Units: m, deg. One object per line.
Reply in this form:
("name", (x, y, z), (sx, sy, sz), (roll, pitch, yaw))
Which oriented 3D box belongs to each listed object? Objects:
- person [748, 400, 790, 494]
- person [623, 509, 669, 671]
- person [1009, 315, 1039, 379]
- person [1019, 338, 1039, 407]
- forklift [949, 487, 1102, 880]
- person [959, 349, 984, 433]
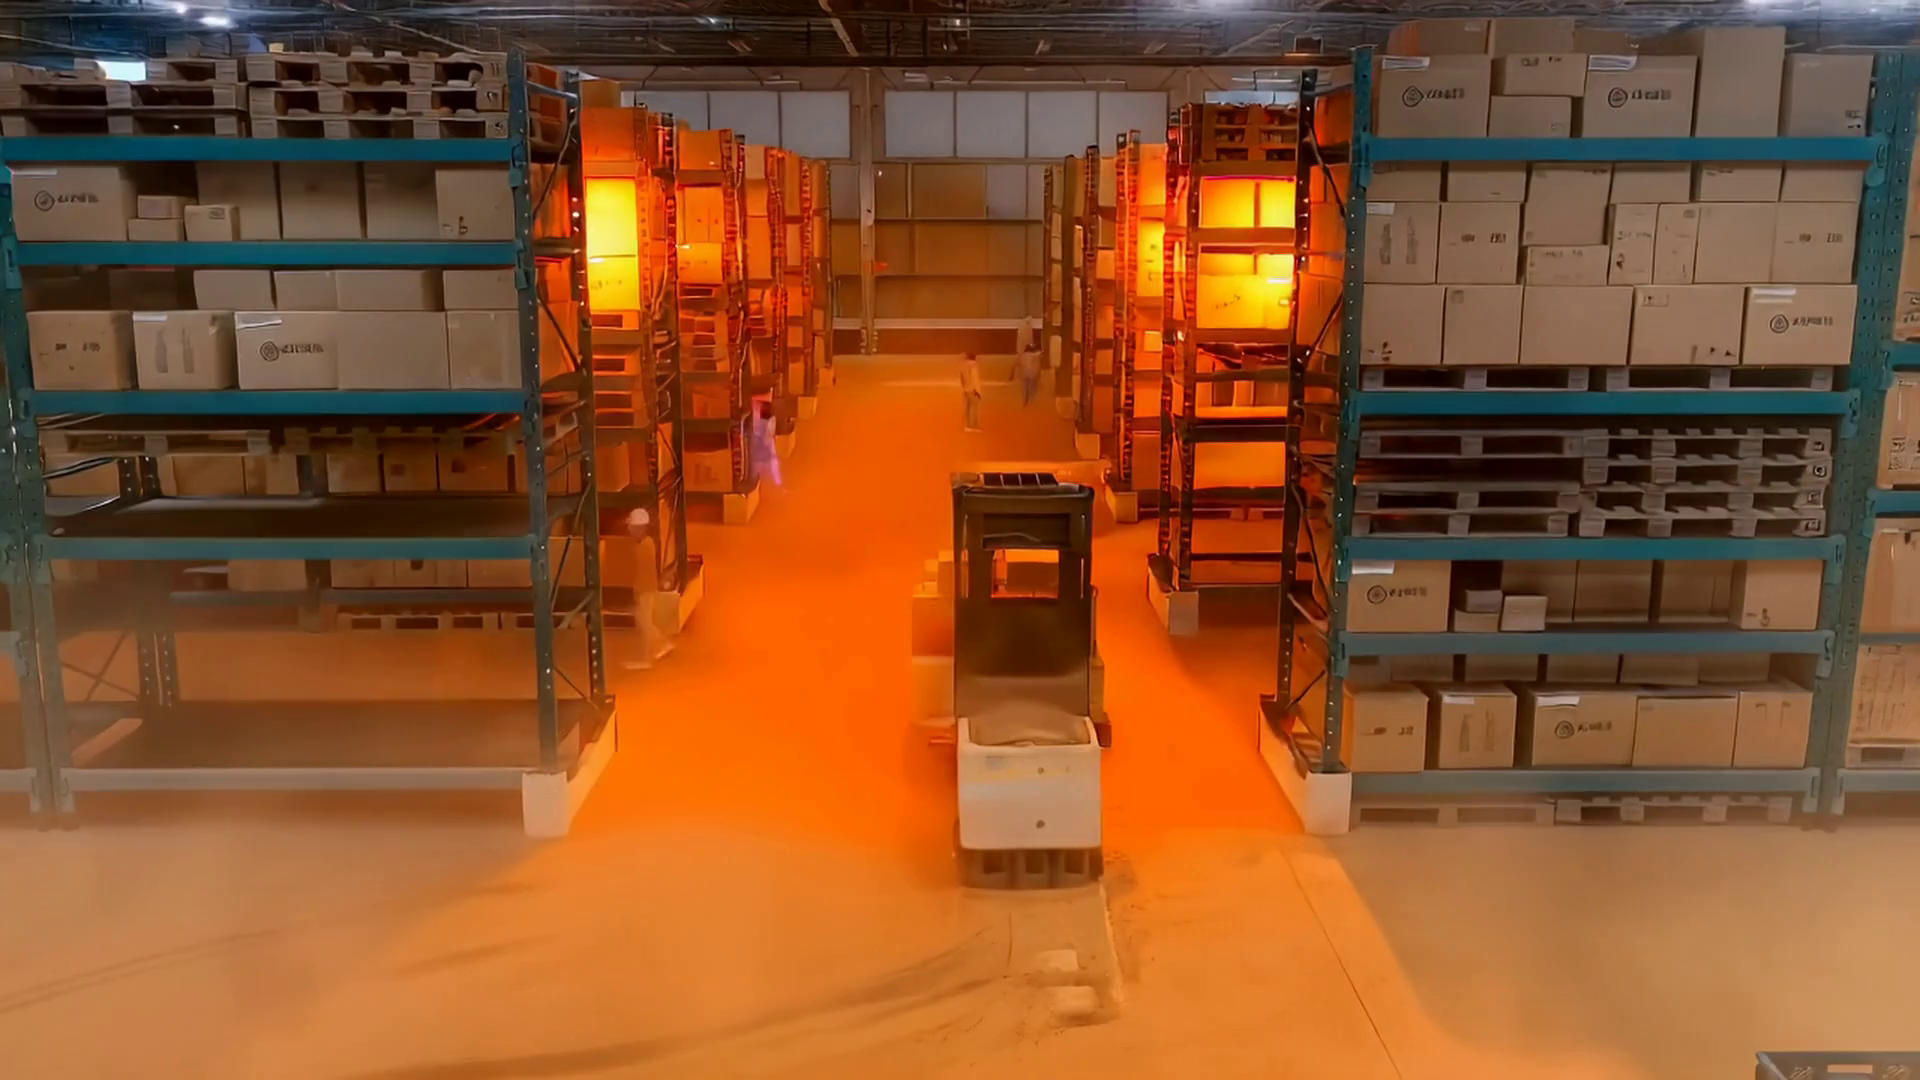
("person", (-3.399, -1.612, 28.792), (0.956, 1.632, 0.551), (9, 14, 37))
("person", (-3.412, 0.535, 17.834), (0.421, 1.757, 0.547), (-2, 12, -12))
("person", (1.820, -5.541, 47.775), (0.983, 1.845, 0.770), (-7, 13, -32))
("person", (1.701, -4.160, 41.212), (0.519, 1.703, 0.450), (5, 12, 21))
("forklift", (0.495, 0.986, 12.813), (1.129, 2.768, 1.873), (0, 11, -2))
("person", (0.257, -3.279, 36.542), (0.429, 1.843, 0.627), (-10, 15, -39))
